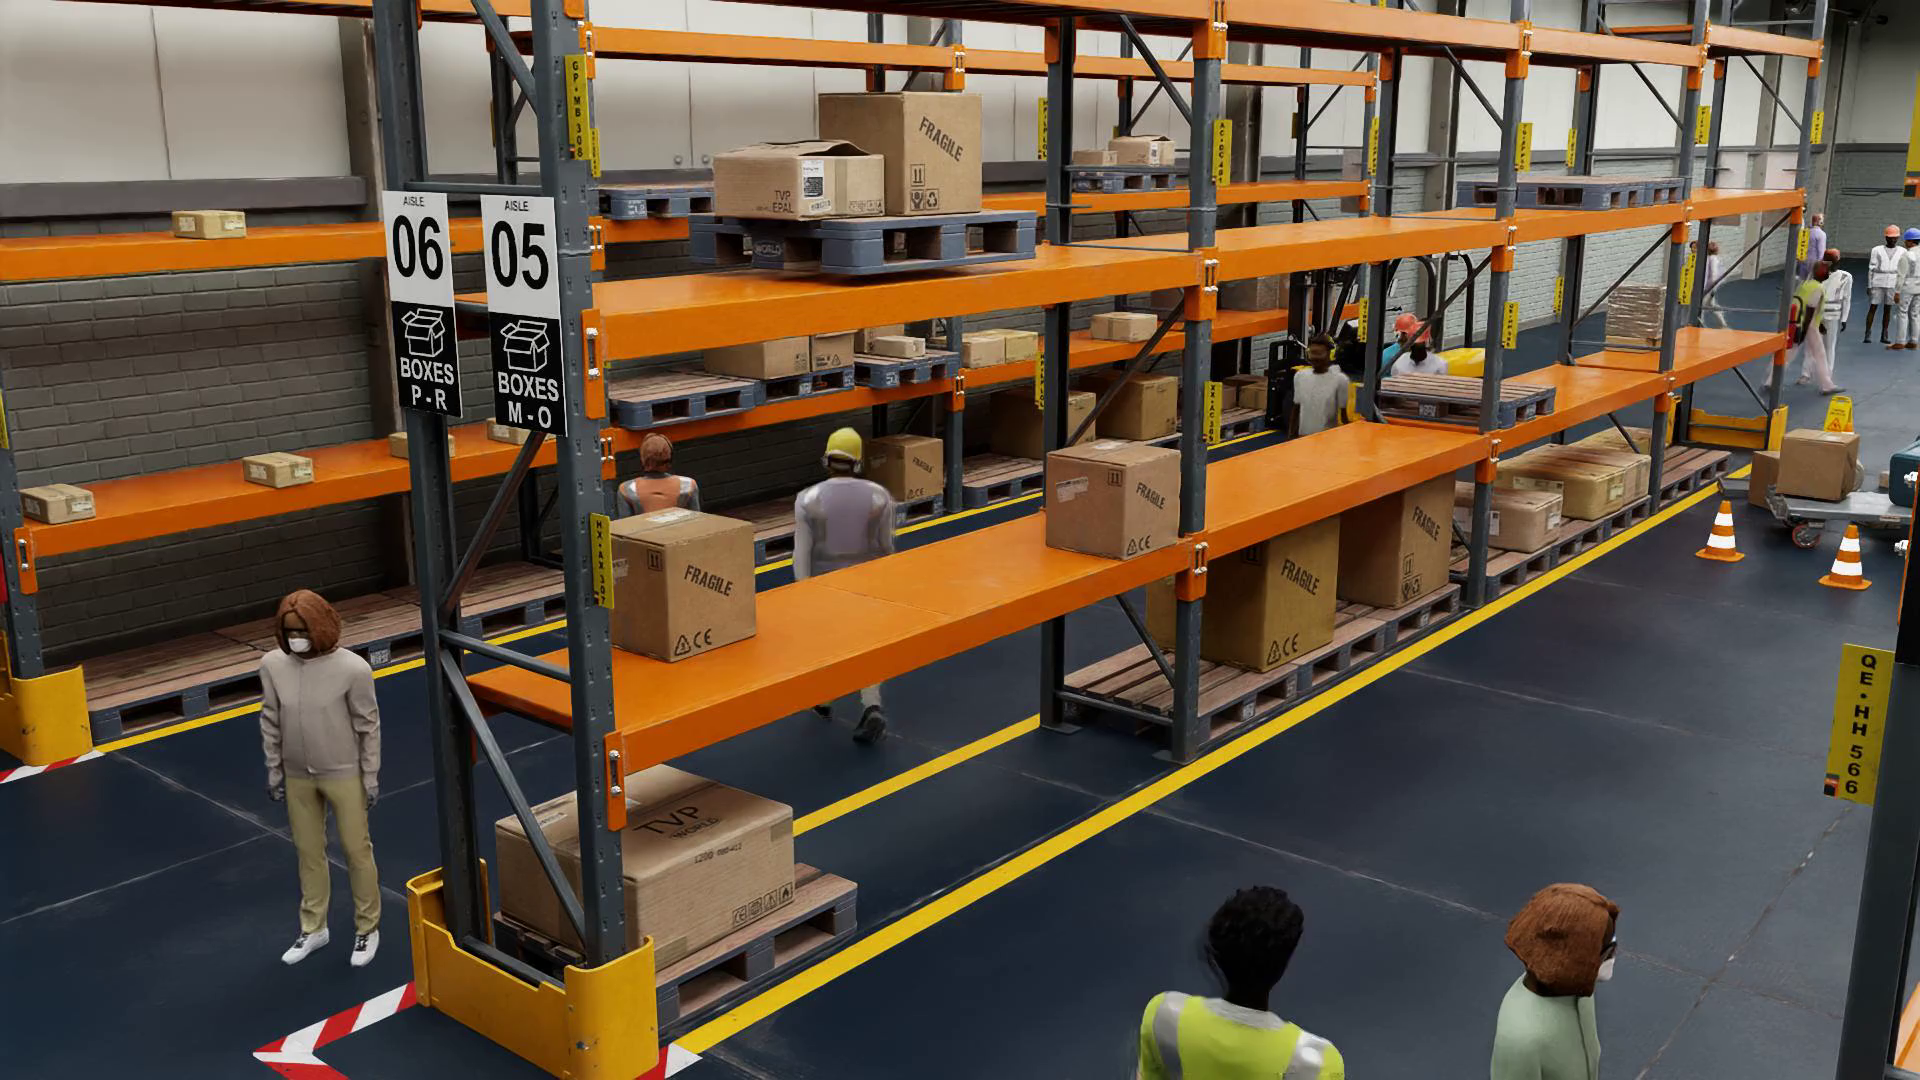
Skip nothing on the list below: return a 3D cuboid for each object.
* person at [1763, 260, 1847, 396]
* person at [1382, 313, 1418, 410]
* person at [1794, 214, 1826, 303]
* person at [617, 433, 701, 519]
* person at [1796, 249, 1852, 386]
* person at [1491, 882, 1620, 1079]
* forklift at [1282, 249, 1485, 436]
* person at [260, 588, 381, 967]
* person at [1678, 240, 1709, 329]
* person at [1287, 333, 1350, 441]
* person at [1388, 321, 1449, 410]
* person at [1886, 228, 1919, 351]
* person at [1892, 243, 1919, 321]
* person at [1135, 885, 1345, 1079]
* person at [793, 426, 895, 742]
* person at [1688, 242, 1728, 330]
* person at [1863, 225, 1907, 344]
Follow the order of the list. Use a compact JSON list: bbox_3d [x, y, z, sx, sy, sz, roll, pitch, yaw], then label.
[{"bbox_3d":[11.237,-2.802,22.004,1.002,1.787,0.570,1,14,6],"label":"person"},{"bbox_3d":[4.232,-1.295,15.932,0.573,1.749,0.338,-10,17,-35],"label":"person"},{"bbox_3d":[16.442,-5.333,32.085,0.400,1.899,0.648,-2,14,-10],"label":"person"},{"bbox_3d":[-1.836,0.159,10.245,0.514,1.642,0.314,-3,14,-13],"label":"person"},{"bbox_3d":[11.851,-3.047,22.800,0.583,1.881,0.337,11,17,37],"label":"person"},{"bbox_3d":[1.483,1.634,4.274,0.268,1.628,0.501,11,17,37],"label":"person"},{"bbox_3d":[4.886,-2.214,18.767,2.313,2.155,1.214,11,18,38],"label":"forklift"},{"bbox_3d":[-2.640,0.985,6.901,0.502,1.631,0.279,2,14,8],"label":"person"},{"bbox_3d":[12.430,-4.260,28.233,0.307,1.644,0.514,-9,16,-31],"label":"person"},{"bbox_3d":[2.987,-0.828,13.856,0.519,1.836,0.925,11,18,39],"label":"person"},{"bbox_3d":[4.236,-1.163,15.446,0.567,1.734,0.405,7,16,27],"label":"person"},{"bbox_3d":[15.118,-3.984,26.512,0.613,1.939,0.410,-7,15,-25],"label":"person"},{"bbox_3d":[17.184,-4.701,29.682,0.487,1.808,0.997,-6,15,-25],"label":"person"},{"bbox_3d":[0.651,1.659,4.049,0.534,1.676,0.569,7,15,25],"label":"person"},{"bbox_3d":[-0.655,0.253,9.566,0.603,1.797,0.836,-4,14,-16],"label":"person"},{"bbox_3d":[12.863,-4.312,28.560,0.834,1.608,0.519,4,14,16],"label":"person"},{"bbox_3d":[15.251,-4.207,27.407,0.543,1.940,0.361,4,14,16],"label":"person"}]
